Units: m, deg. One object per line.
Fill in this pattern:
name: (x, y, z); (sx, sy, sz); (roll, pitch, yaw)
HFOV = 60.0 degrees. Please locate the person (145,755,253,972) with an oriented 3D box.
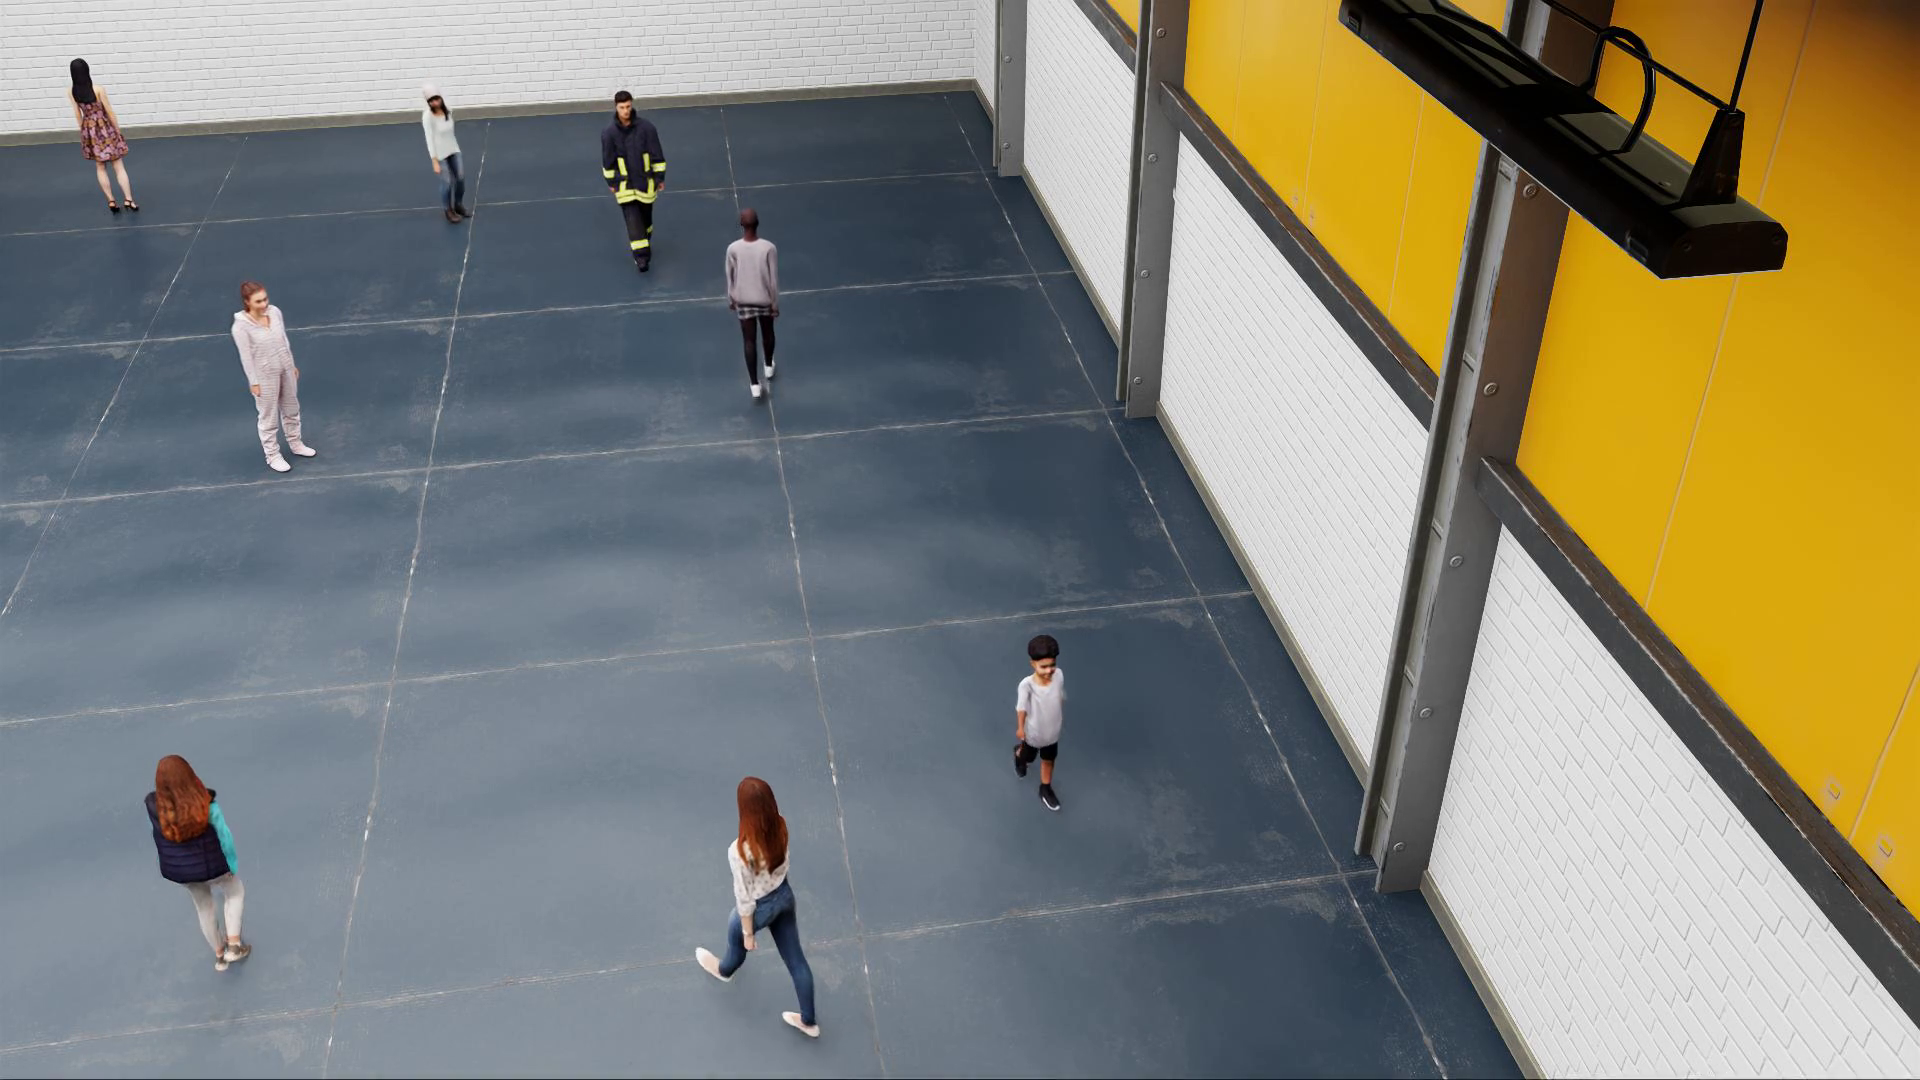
person: (-4.261, 1.857, 9.292); (0.566, 1.489, 0.567); (-5, 34, -7)

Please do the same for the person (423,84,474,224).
person: (-5.719, -4.275, 18.405); (0.788, 1.612, 0.731); (14, 36, 21)

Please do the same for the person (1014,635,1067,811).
person: (0.502, 1.119, 10.620); (0.578, 1.248, 0.767); (-13, 36, -19)

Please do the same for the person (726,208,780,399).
person: (-1.874, -2.100, 15.051); (0.702, 1.704, 1.031); (-1, 34, -2)

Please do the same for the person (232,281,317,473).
person: (-5.821, -1.416, 14.035); (0.789, 1.689, 0.710); (17, 37, 24)

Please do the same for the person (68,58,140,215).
person: (-9.616, -4.517, 18.623); (0.664, 1.774, 0.666); (-4, 34, -6)

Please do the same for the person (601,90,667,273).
person: (-3.418, -3.812, 17.477); (0.906, 1.869, 1.237); (-11, 35, -15)

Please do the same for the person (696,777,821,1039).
person: (-0.978, 2.004, 8.894); (1.174, 1.684, 1.053); (25, 41, 33)
